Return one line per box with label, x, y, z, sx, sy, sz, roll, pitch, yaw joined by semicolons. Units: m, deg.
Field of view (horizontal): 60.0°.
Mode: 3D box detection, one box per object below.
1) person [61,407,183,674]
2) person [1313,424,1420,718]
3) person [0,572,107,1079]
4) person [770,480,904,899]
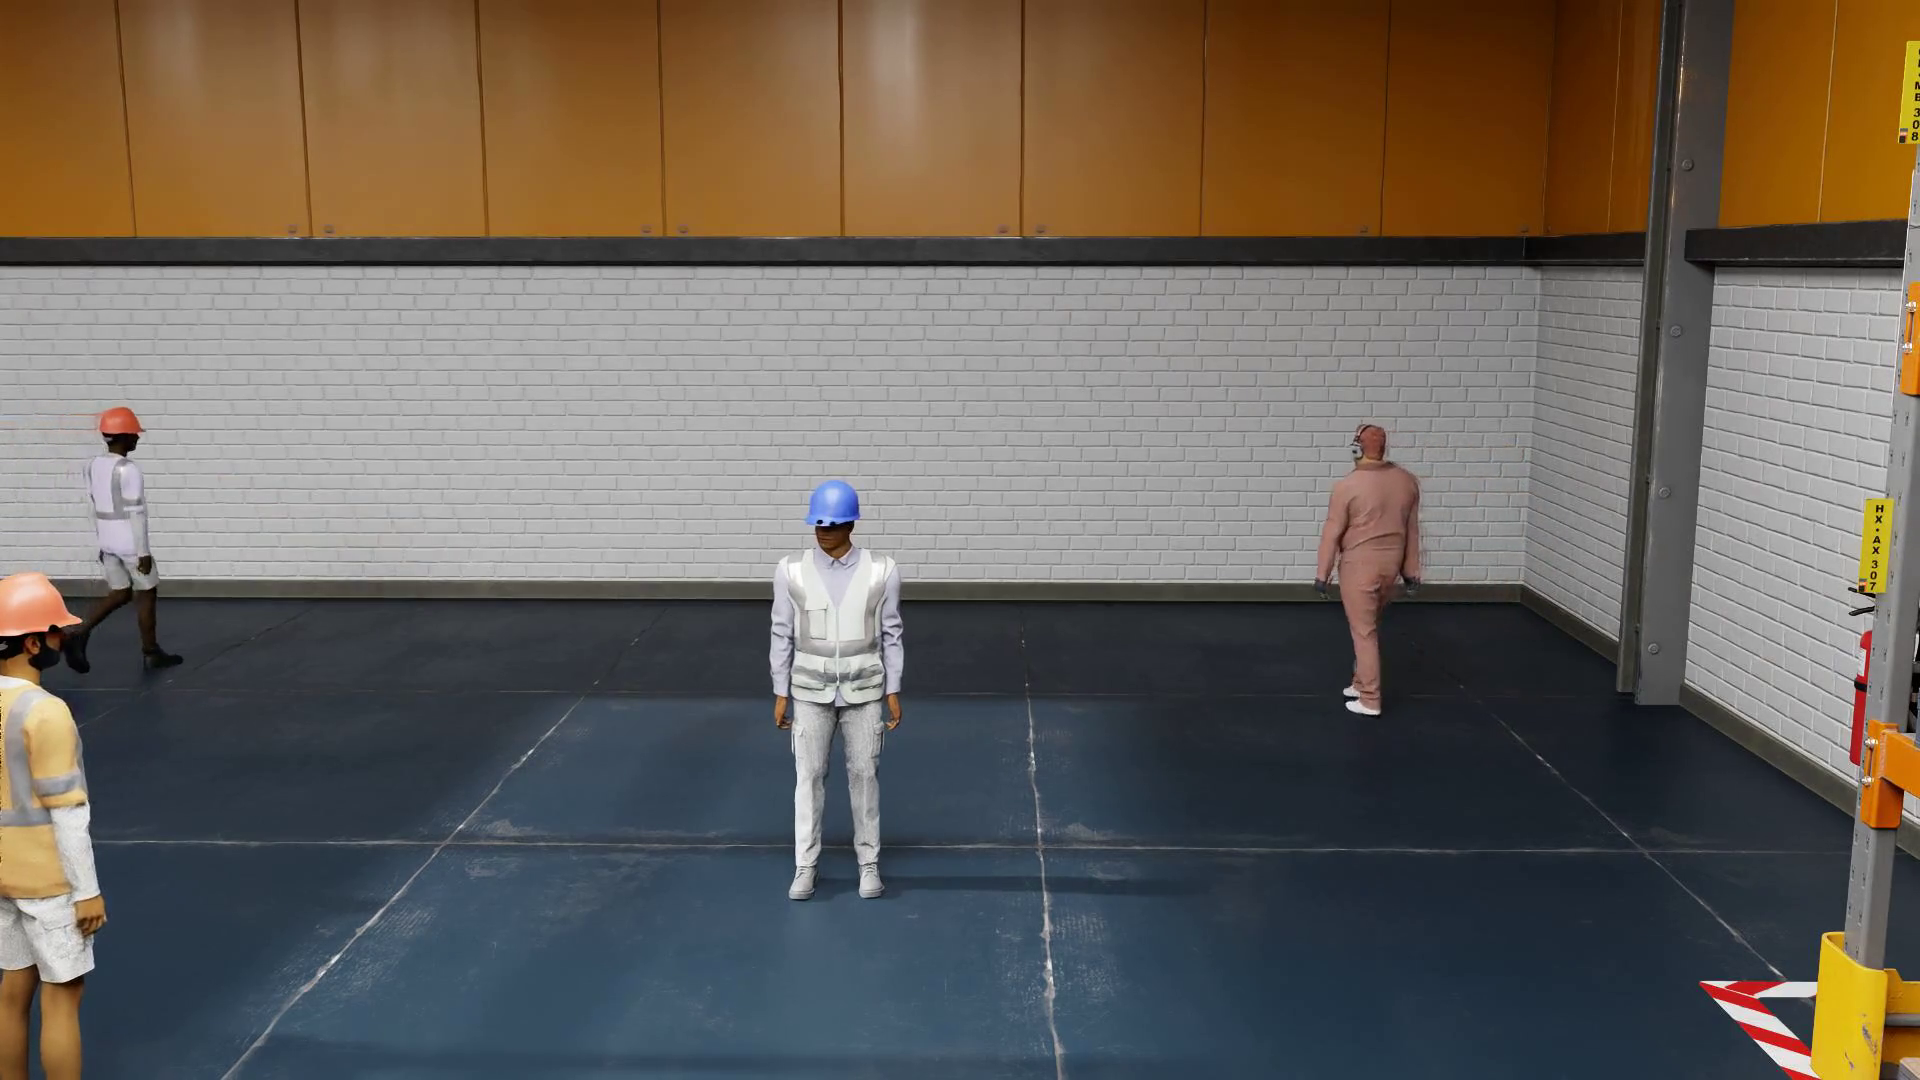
person;-5.953;0.023;11.732;0.546;1.920;0.744;6;11;32
person;2.581;0.184;10.818;0.680;1.883;0.689;-5;11;-26
person;-2.979;1.065;5.399;0.543;1.939;0.371;5;11;30
person;-0.564;0.686;7.645;0.614;1.944;0.382;-1;9;-4
